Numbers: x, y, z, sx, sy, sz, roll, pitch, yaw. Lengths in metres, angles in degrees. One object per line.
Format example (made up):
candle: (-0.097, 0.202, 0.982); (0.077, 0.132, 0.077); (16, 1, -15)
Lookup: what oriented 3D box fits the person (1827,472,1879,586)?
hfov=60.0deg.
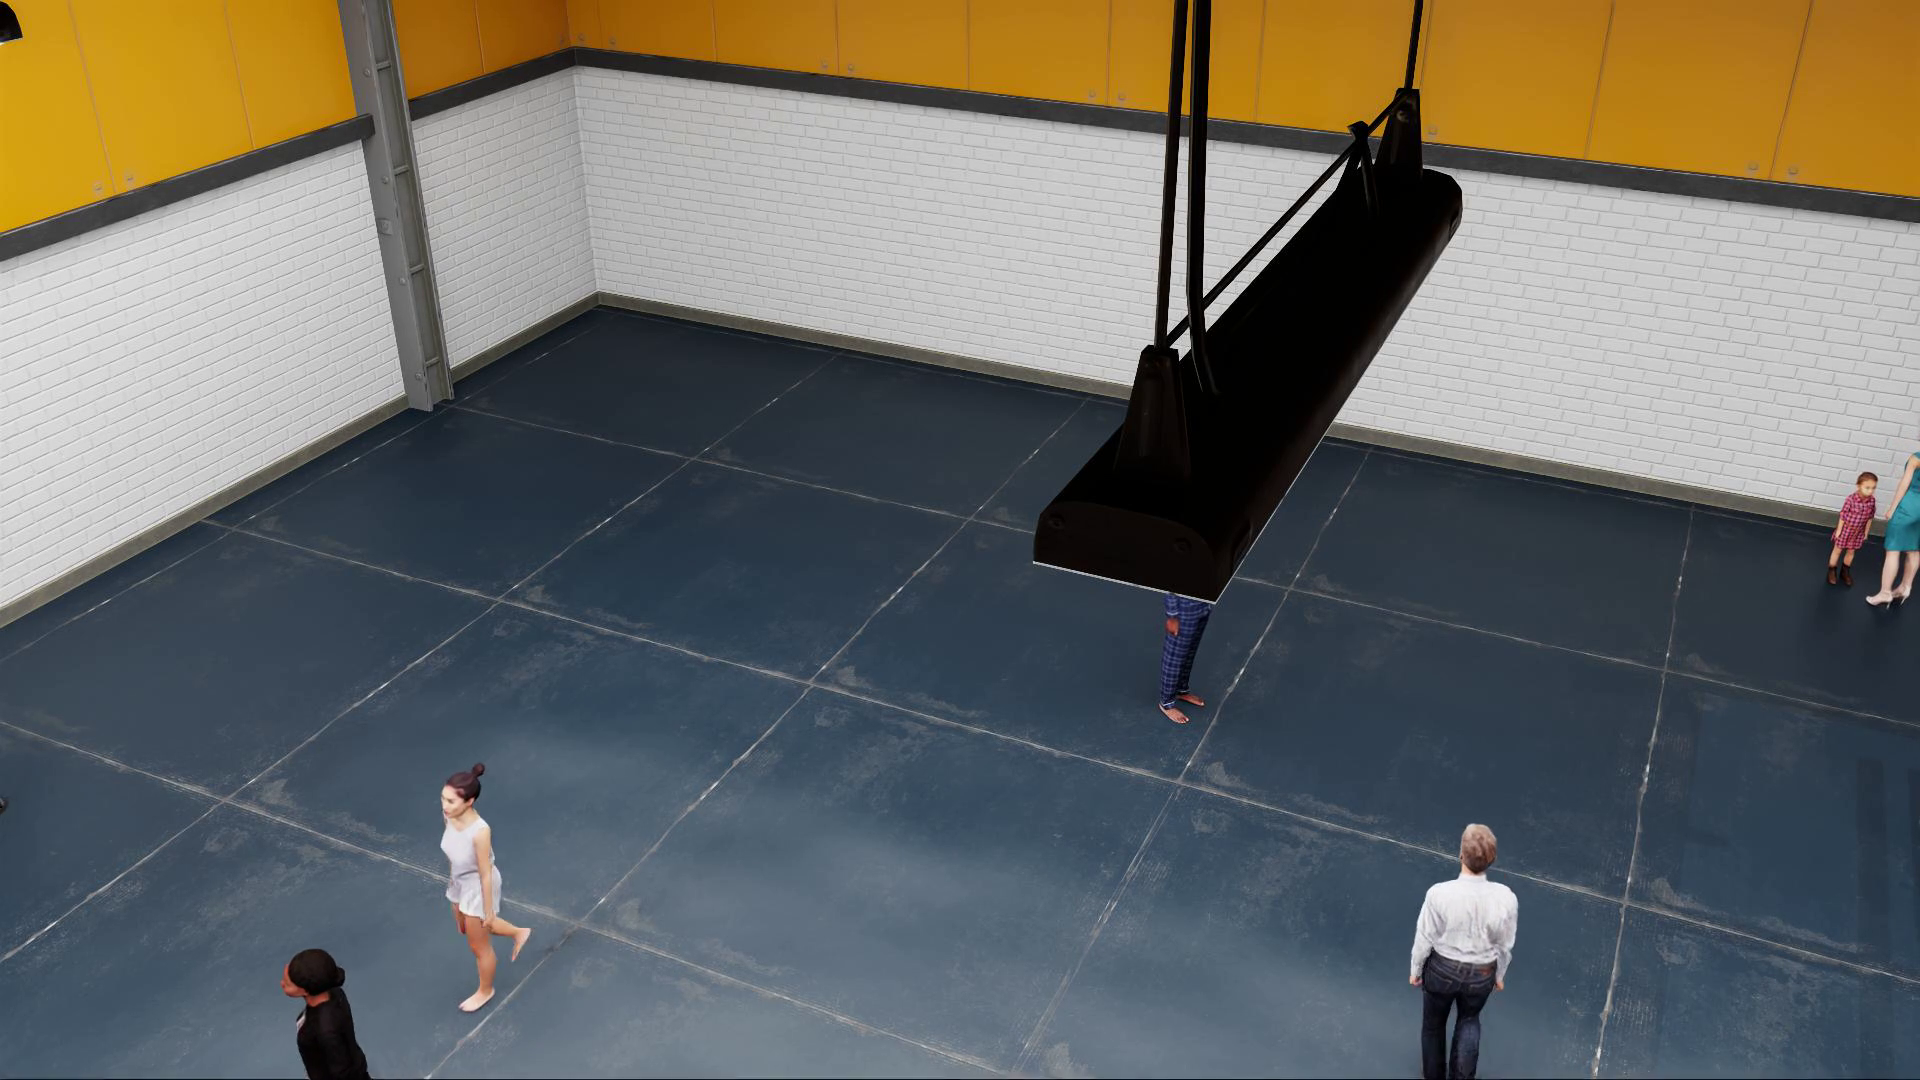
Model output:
person: (7.542, -0.114, 14.040); (0.476, 1.024, 0.507); (3, 29, 5)

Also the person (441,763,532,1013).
person: (-2.748, 1.973, 9.612); (0.871, 1.600, 0.730); (-25, 37, -38)

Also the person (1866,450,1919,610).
person: (7.763, -0.228, 13.559); (0.603, 1.684, 0.669); (-11, 30, -19)

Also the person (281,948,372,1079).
person: (-3.003, 2.663, 8.303); (1.093, 1.642, 1.094); (-7, 29, -13)

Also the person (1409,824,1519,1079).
person: (2.648, 2.311, 8.768); (0.784, 1.814, 0.845); (3, 29, 6)
